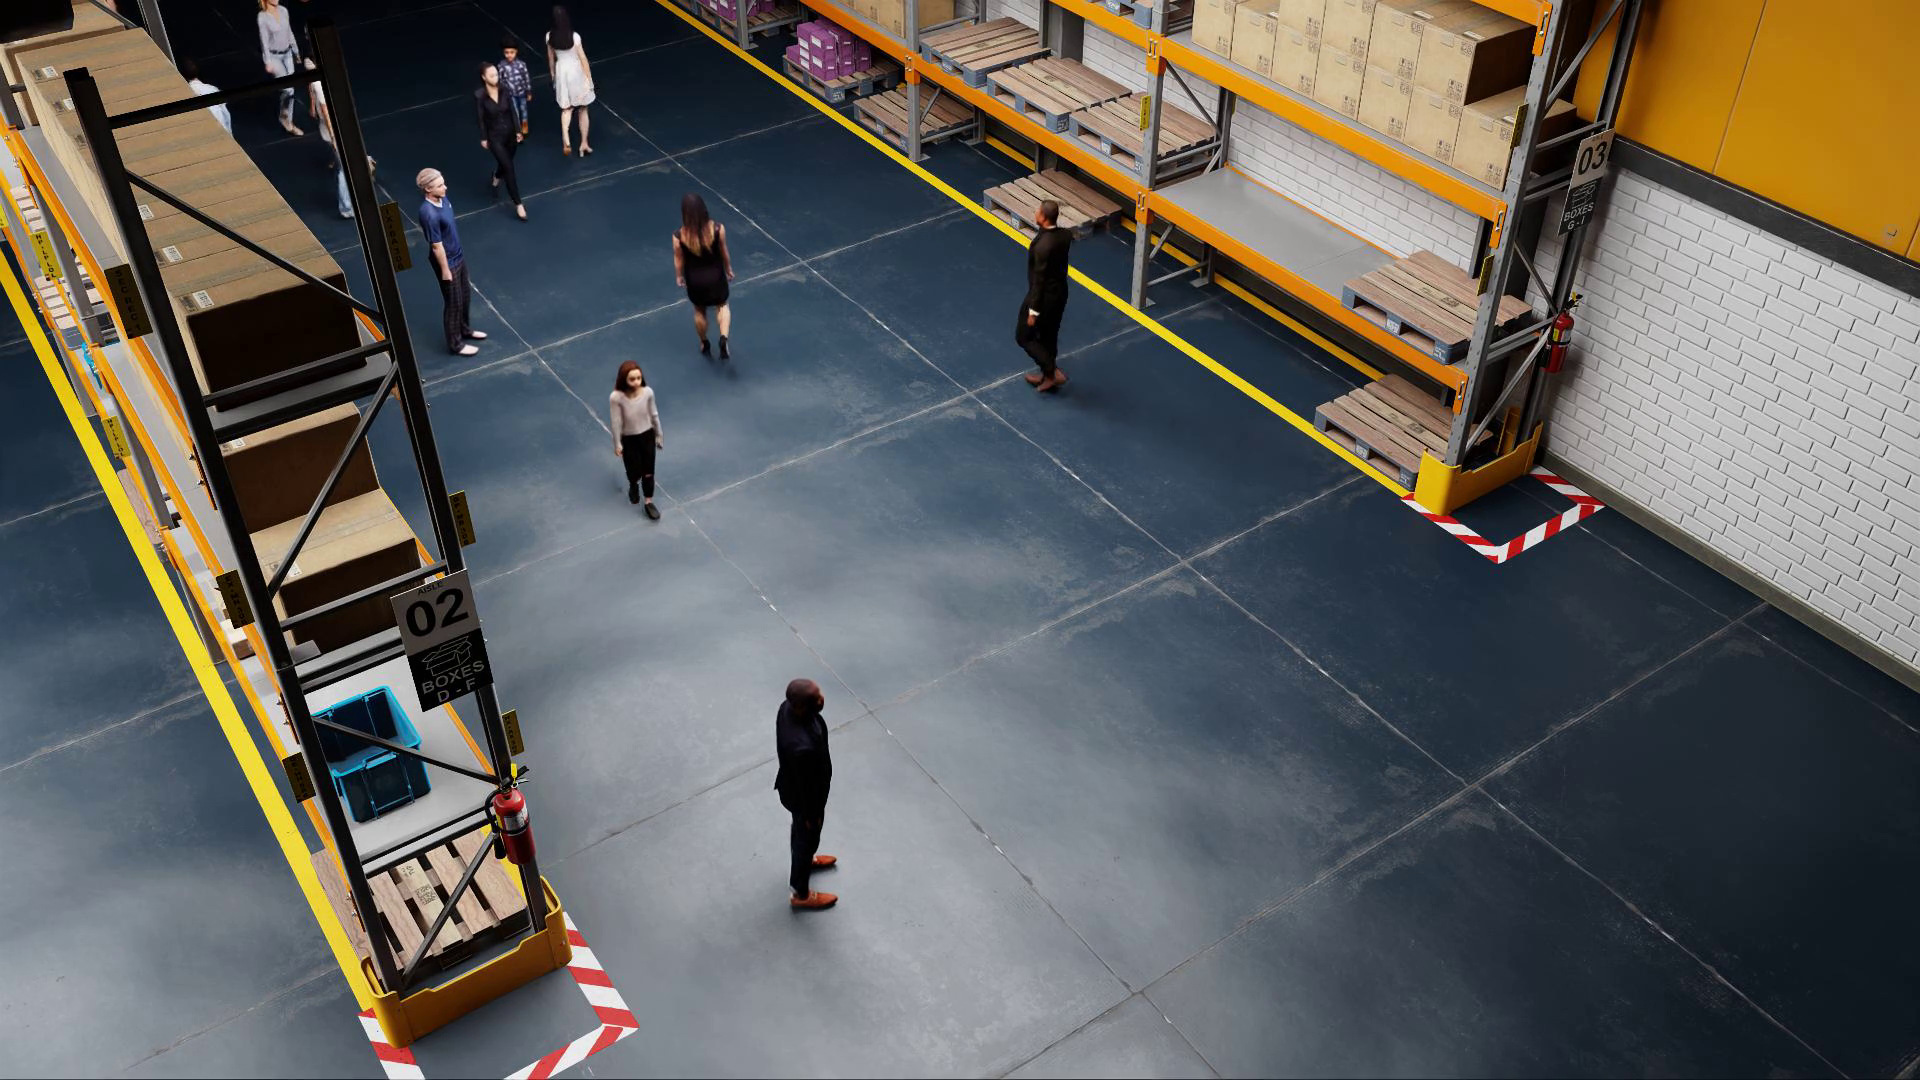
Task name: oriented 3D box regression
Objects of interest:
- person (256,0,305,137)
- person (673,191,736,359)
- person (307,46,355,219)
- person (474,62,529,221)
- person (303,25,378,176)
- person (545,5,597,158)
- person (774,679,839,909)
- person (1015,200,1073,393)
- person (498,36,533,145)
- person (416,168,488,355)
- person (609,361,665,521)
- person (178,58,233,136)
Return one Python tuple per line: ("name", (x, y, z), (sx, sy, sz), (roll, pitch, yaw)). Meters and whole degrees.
("person", (-7.894, -5.549, 19.181), (0.771, 1.771, 0.741), (22, 43, 25))
("person", (-2.318, -2.372, 15.255), (0.814, 1.705, 0.854), (-9, 40, -12))
("person", (-6.643, -4.328, 17.589), (0.817, 1.850, 0.596), (-10, 40, -13))
("person", (-4.894, -4.263, 17.644), (0.657, 1.679, 1.090), (-29, 47, -32))
("person", (-6.846, -4.766, 18.233), (1.118, 1.731, 0.953), (15, 41, 18))
("person", (-4.370, -5.059, 18.577), (0.935, 1.758, 0.995), (8, 39, 10))
("person", (-0.968, 1.540, 10.269), (0.838, 1.815, 0.716), (-4, 39, -5))
("person", (0.839, -2.105, 14.776), (0.886, 1.887, 0.861), (22, 43, 25))
("person", (-5.133, -5.229, 19.229), (0.711, 1.211, 0.924), (-7, 39, -8))
("person", (-4.758, -2.590, 15.401), (0.805, 1.864, 0.695), (-1, 39, -1))
("person", (-2.651, -0.849, 13.534), (0.600, 1.474, 0.689), (-18, 42, -21))
("person", (-7.777, -4.104, 17.378), (0.762, 1.764, 1.198), (-28, 46, -30))
